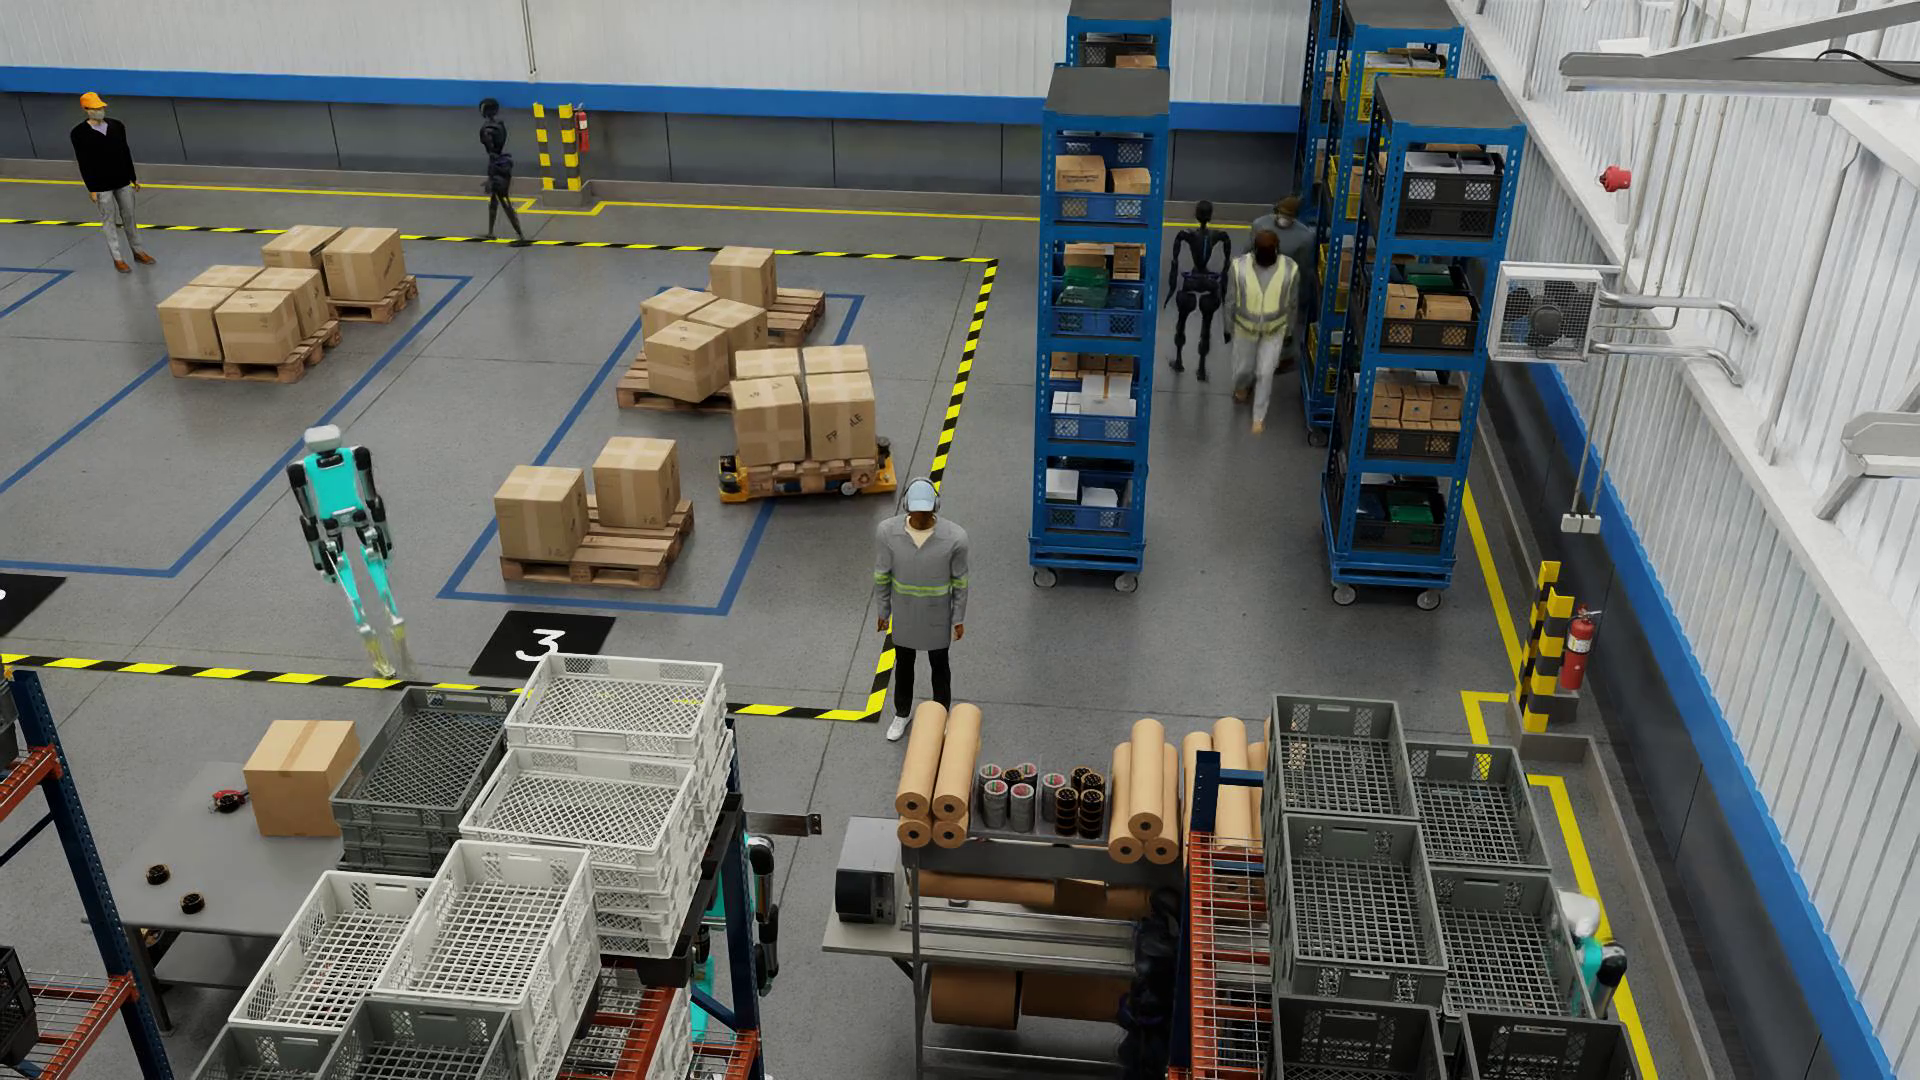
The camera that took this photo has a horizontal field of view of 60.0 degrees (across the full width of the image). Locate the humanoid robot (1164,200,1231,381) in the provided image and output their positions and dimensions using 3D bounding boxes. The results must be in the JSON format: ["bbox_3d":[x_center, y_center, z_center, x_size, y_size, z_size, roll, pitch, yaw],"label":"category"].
[{"bbox_3d":[2.178,-2.280,15.200,0.608,1.634,0.437,-2,30,-4],"label":"humanoid robot"}]

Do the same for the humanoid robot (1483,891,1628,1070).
[{"bbox_3d":[2.549,2.222,7.512,0.551,1.908,0.725,6,31,10],"label":"humanoid robot"}]

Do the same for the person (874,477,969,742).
[{"bbox_3d":[-0.243,0.446,10.333,0.588,1.852,0.371,4,30,6],"label":"person"}]

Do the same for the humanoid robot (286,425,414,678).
[{"bbox_3d":[-3.952,0.200,10.956,0.545,1.856,0.796,-18,35,-28],"label":"humanoid robot"}]

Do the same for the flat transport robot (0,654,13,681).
[{"bbox_3d":[-7.142,0.969,11.010,1.431,0.231,0.659,3,30,6],"label":"flat transport robot"}]

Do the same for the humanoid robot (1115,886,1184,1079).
[{"bbox_3d":[0.930,2.195,7.516,0.554,1.640,0.613,19,35,30],"label":"humanoid robot"}]

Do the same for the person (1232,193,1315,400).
[{"bbox_3d":[2.854,-2.248,14.935,0.998,1.878,0.651,-24,38,-35],"label":"person"}]

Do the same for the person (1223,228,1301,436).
[{"bbox_3d":[2.571,-1.838,14.291,0.629,1.823,0.603,5,31,8],"label":"person"}]

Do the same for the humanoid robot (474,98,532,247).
[{"bbox_3d":[-5.101,-3.993,18.143,0.652,1.642,0.601,-2,30,-3],"label":"humanoid robot"}]

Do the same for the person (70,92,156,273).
[{"bbox_3d":[-8.958,-3.780,17.563,0.361,1.884,0.587,18,35,28],"label":"person"}]

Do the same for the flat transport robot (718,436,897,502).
[{"bbox_3d":[-1.261,-0.593,13.665,1.431,0.197,0.652,-4,30,-7],"label":"flat transport robot"}]

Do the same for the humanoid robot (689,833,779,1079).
[{"bbox_3d":[-1.123,2.030,7.598,0.533,1.673,0.735,3,30,6],"label":"humanoid robot"}]
